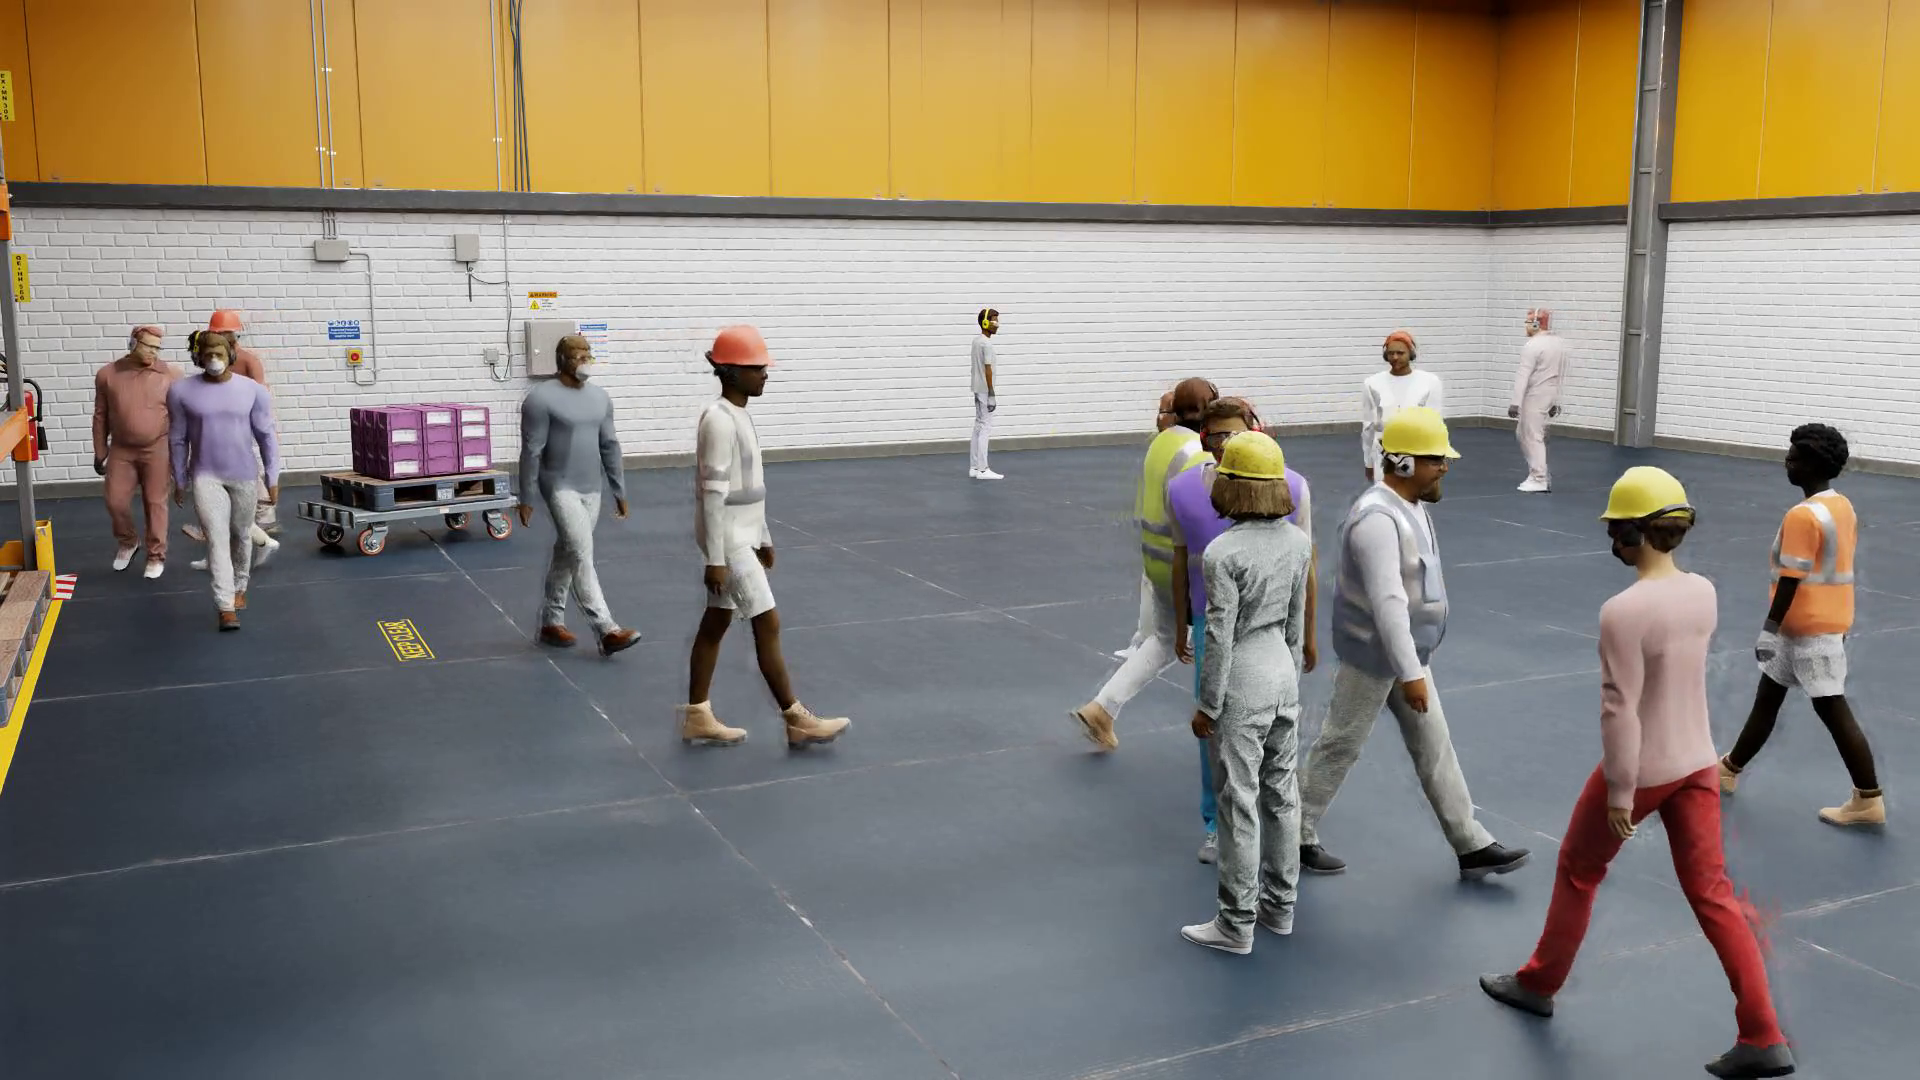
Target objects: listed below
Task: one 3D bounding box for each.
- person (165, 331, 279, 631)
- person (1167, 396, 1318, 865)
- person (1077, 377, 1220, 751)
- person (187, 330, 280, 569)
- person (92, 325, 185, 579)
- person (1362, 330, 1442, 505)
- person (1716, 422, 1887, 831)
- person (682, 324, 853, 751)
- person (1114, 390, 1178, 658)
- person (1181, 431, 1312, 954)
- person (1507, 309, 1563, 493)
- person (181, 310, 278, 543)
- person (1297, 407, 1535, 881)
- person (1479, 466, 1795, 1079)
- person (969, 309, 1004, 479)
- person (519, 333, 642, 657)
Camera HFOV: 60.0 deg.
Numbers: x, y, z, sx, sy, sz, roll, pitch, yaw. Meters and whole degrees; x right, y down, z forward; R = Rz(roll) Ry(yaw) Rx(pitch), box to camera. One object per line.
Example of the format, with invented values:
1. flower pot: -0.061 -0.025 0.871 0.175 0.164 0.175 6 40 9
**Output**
1. person: -4.760 -0.405 10.785 0.643 1.891 1.044 -4 10 -25
2. person: 1.143 0.307 6.666 0.620 1.800 0.901 3 10 18
3. person: 0.972 0.155 7.600 0.838 1.798 0.627 -2 9 -14
4. person: -5.517 -0.657 12.516 0.685 1.841 0.539 2 9 9
5. person: -6.072 -0.648 12.339 0.669 1.880 0.423 -2 9 -14
6. person: 3.224 -0.610 12.153 0.578 1.859 0.822 3 10 20
7. person: 3.472 0.341 6.878 0.861 1.647 0.544 8 12 40
8. person: -0.917 0.004 7.841 0.925 2.009 0.636 0 9 -2
9. person: 1.306 -0.057 9.531 0.840 1.605 0.505 7 12 38
10. person: 0.957 0.505 5.572 0.487 1.744 0.297 -8 12 -41
11. person: 5.909 -1.434 17.162 0.521 1.888 0.660 7 12 38
12. person: -6.157 -0.945 13.945 0.625 1.939 1.003 6 11 32
13. person: 1.616 0.404 6.111 0.956 1.774 0.607 5 10 29
14. person: 2.013 0.652 4.774 0.517 1.720 0.928 -5 11 -29
15. person: 0.277 -1.600 18.254 0.314 1.864 0.533 -3 10 -17
16. person: -2.196 -0.261 9.833 0.992 1.894 0.658 6 11 32
